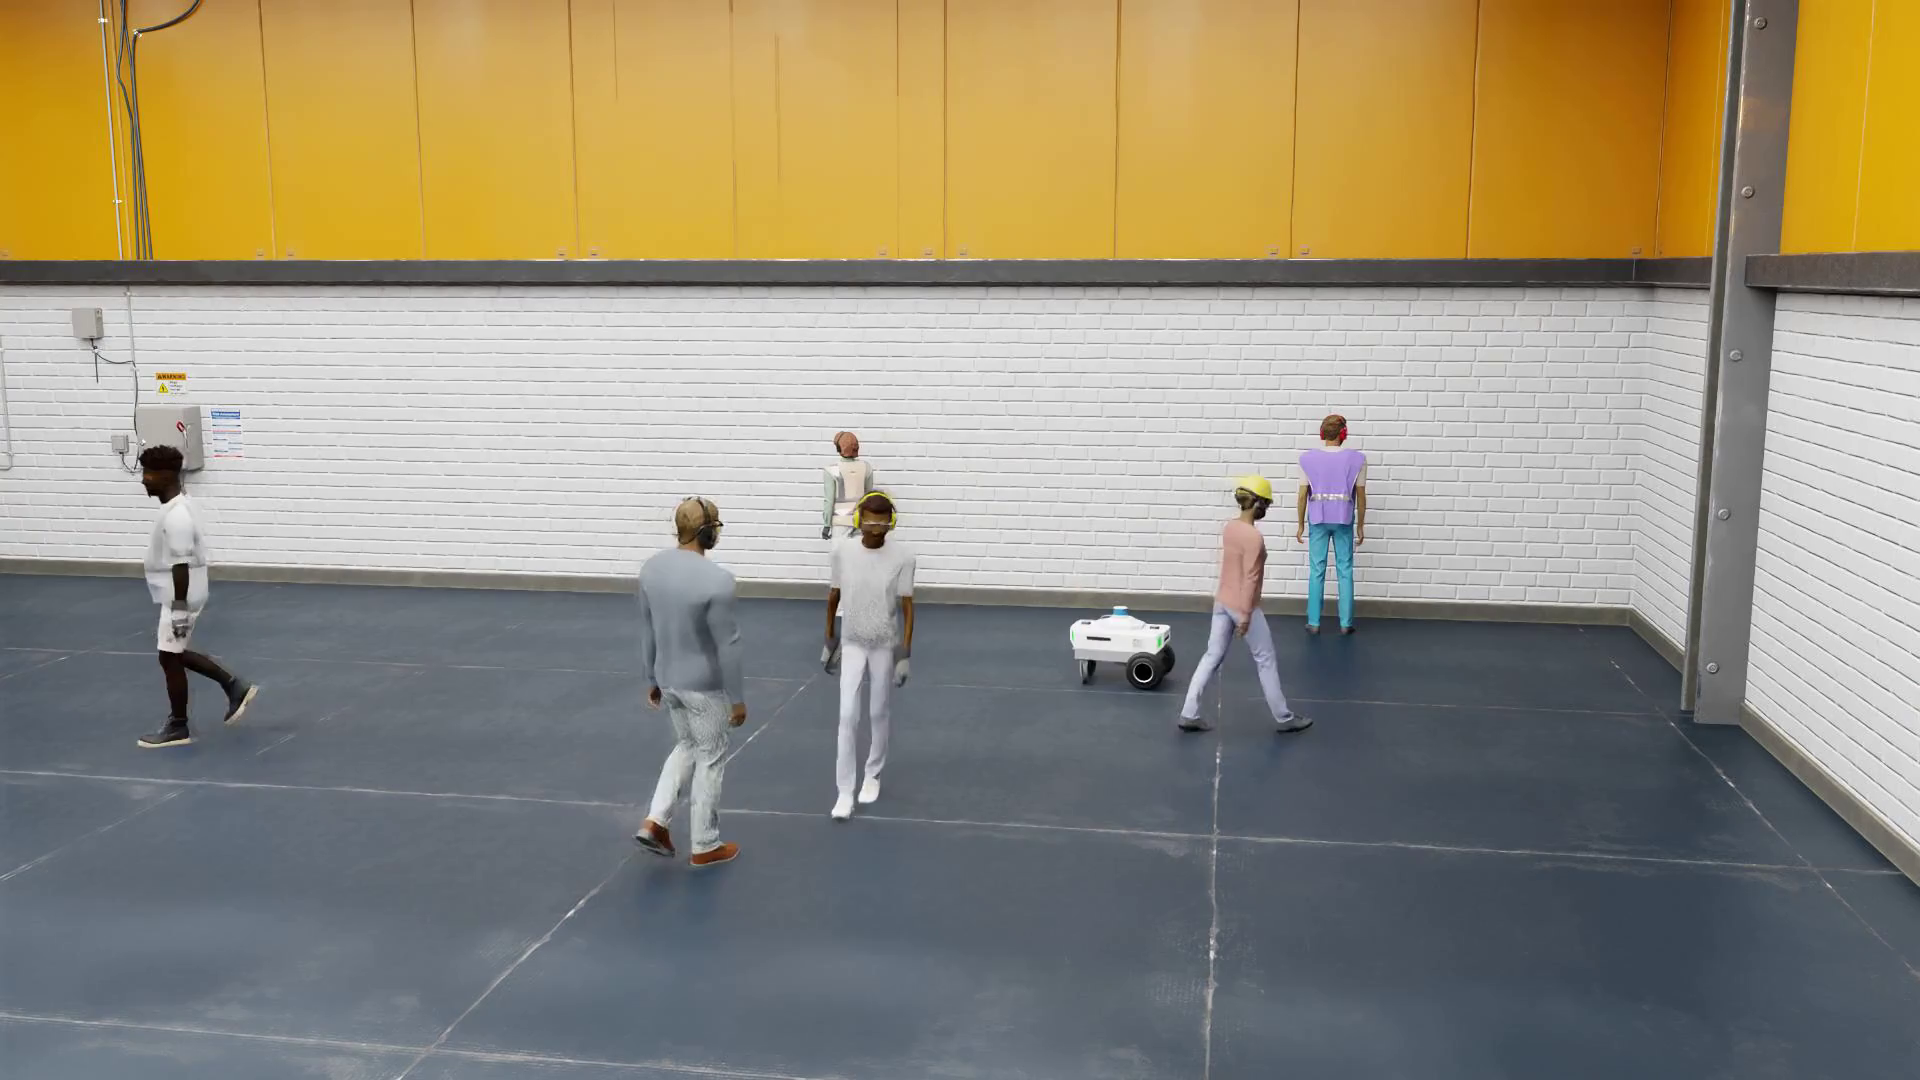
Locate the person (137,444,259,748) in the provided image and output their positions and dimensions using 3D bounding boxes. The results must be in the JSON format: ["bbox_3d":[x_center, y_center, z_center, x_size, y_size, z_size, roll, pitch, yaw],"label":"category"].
[{"bbox_3d":[-4.939,0.349,10.641,0.638,1.948,0.604,-4,10,-25],"label":"person"}]

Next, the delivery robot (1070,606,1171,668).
[{"bbox_3d":[1.179,0.731,12.269,0.707,0.478,0.477,3,10,18],"label":"delivery robot"}]

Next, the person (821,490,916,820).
[{"bbox_3d":[-0.524,0.632,9.255,0.551,1.827,0.810,1,9,3],"label":"person"}]

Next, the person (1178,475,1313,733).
[{"bbox_3d":[1.844,0.431,10.868,0.876,1.709,0.521,-3,10,-19],"label":"person"}]

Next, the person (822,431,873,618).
[{"bbox_3d":[-0.974,-0.133,14.549,0.510,1.640,0.308,-7,11,-36],"label":"person"}]

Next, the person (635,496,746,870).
[{"bbox_3d":[-1.337,0.730,8.354,0.644,1.922,0.465,7,12,38],"label":"person"}]

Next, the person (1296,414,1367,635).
[{"bbox_3d":[3.084,-0.121,13.852,0.564,1.842,0.392,2,9,10],"label":"person"}]
